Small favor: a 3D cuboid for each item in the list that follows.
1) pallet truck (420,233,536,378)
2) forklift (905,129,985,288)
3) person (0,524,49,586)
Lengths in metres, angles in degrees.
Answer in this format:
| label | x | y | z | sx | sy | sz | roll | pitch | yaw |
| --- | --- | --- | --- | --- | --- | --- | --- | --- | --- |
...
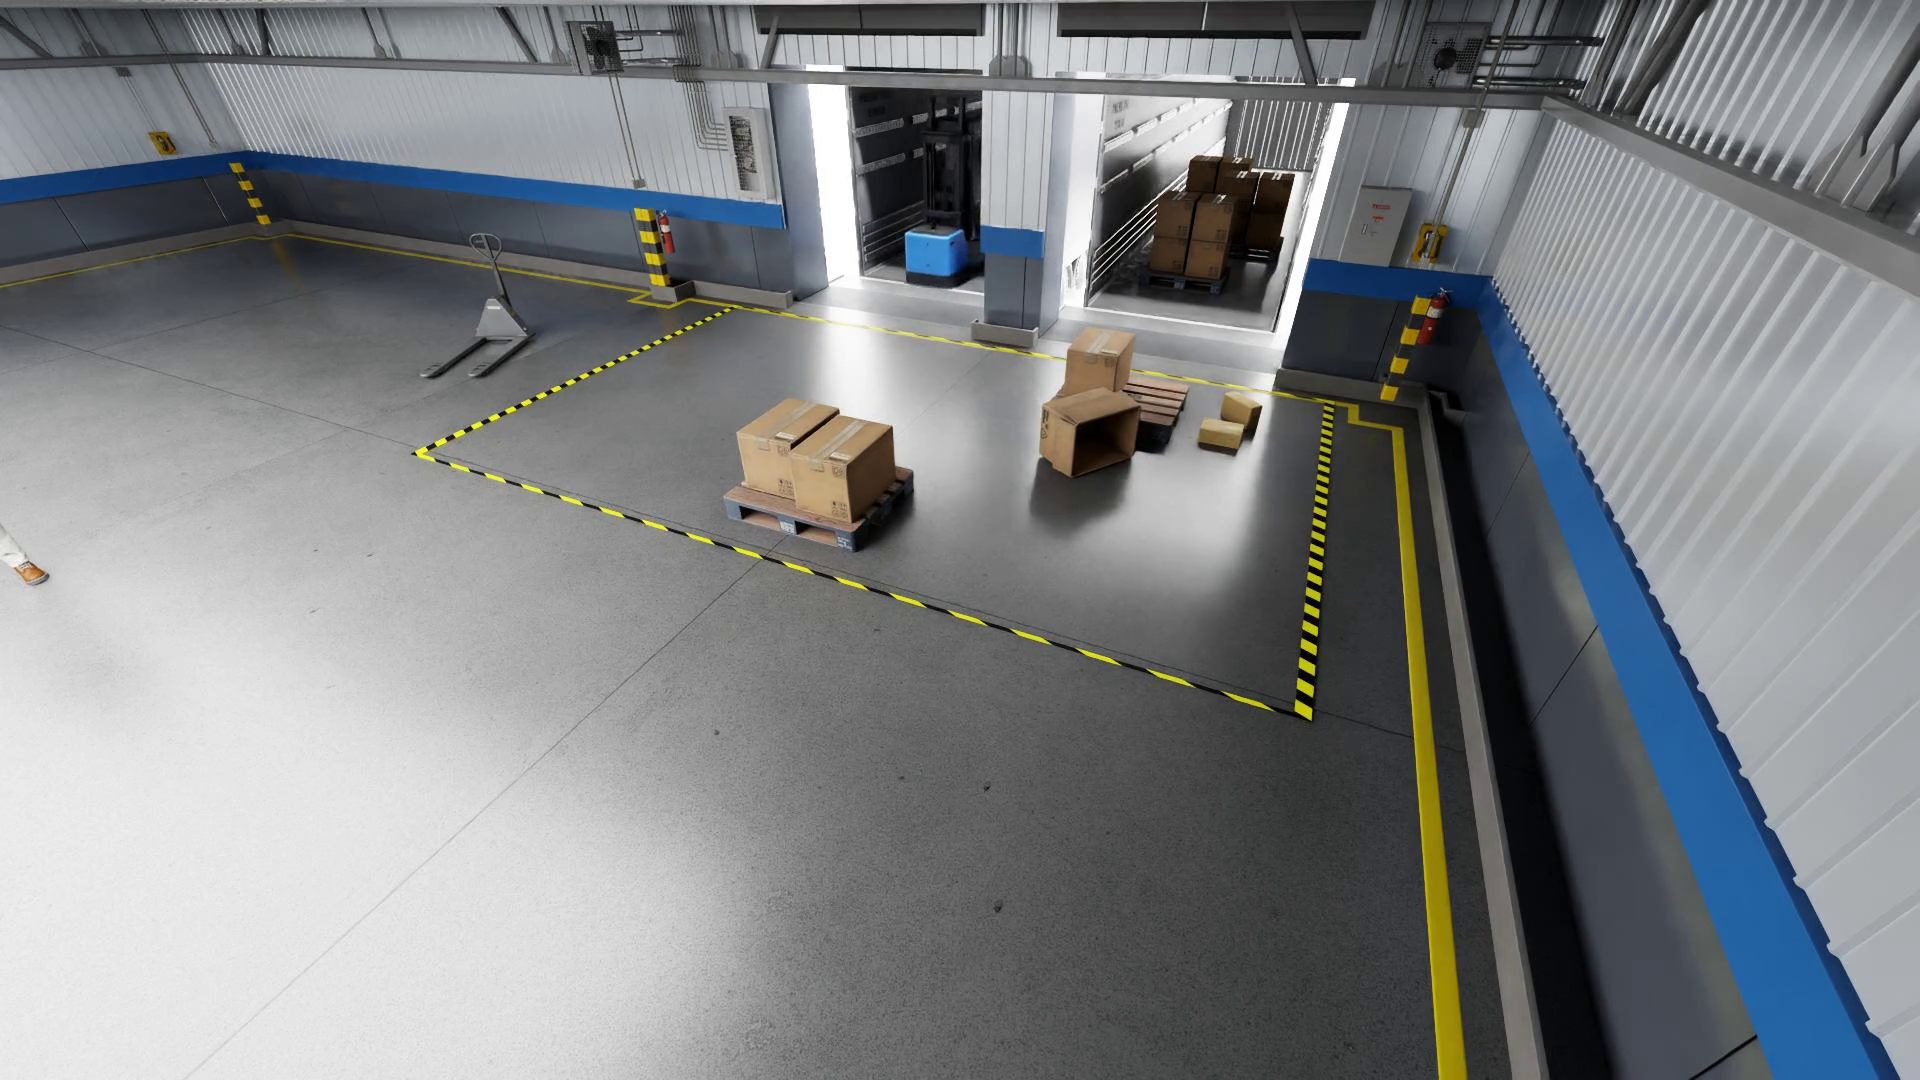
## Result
| label | x | y | z | sx | sy | sz | roll | pitch | yaw |
| --- | --- | --- | --- | --- | --- | --- | --- | --- | --- |
| pallet truck | -5.664 | -2.712 | 8.427 | 0.680 | 1.201 | 1.601 | 0 | 35 | -1 |
| forklift | -0.316 | -4.789 | 10.650 | 0.716 | 2.013 | 0.776 | 15 | 38 | 20 |
| person | -6.770 | -0.456 | 4.650 | 0.384 | 1.948 | 0.600 | 23 | 41 | 29 |
